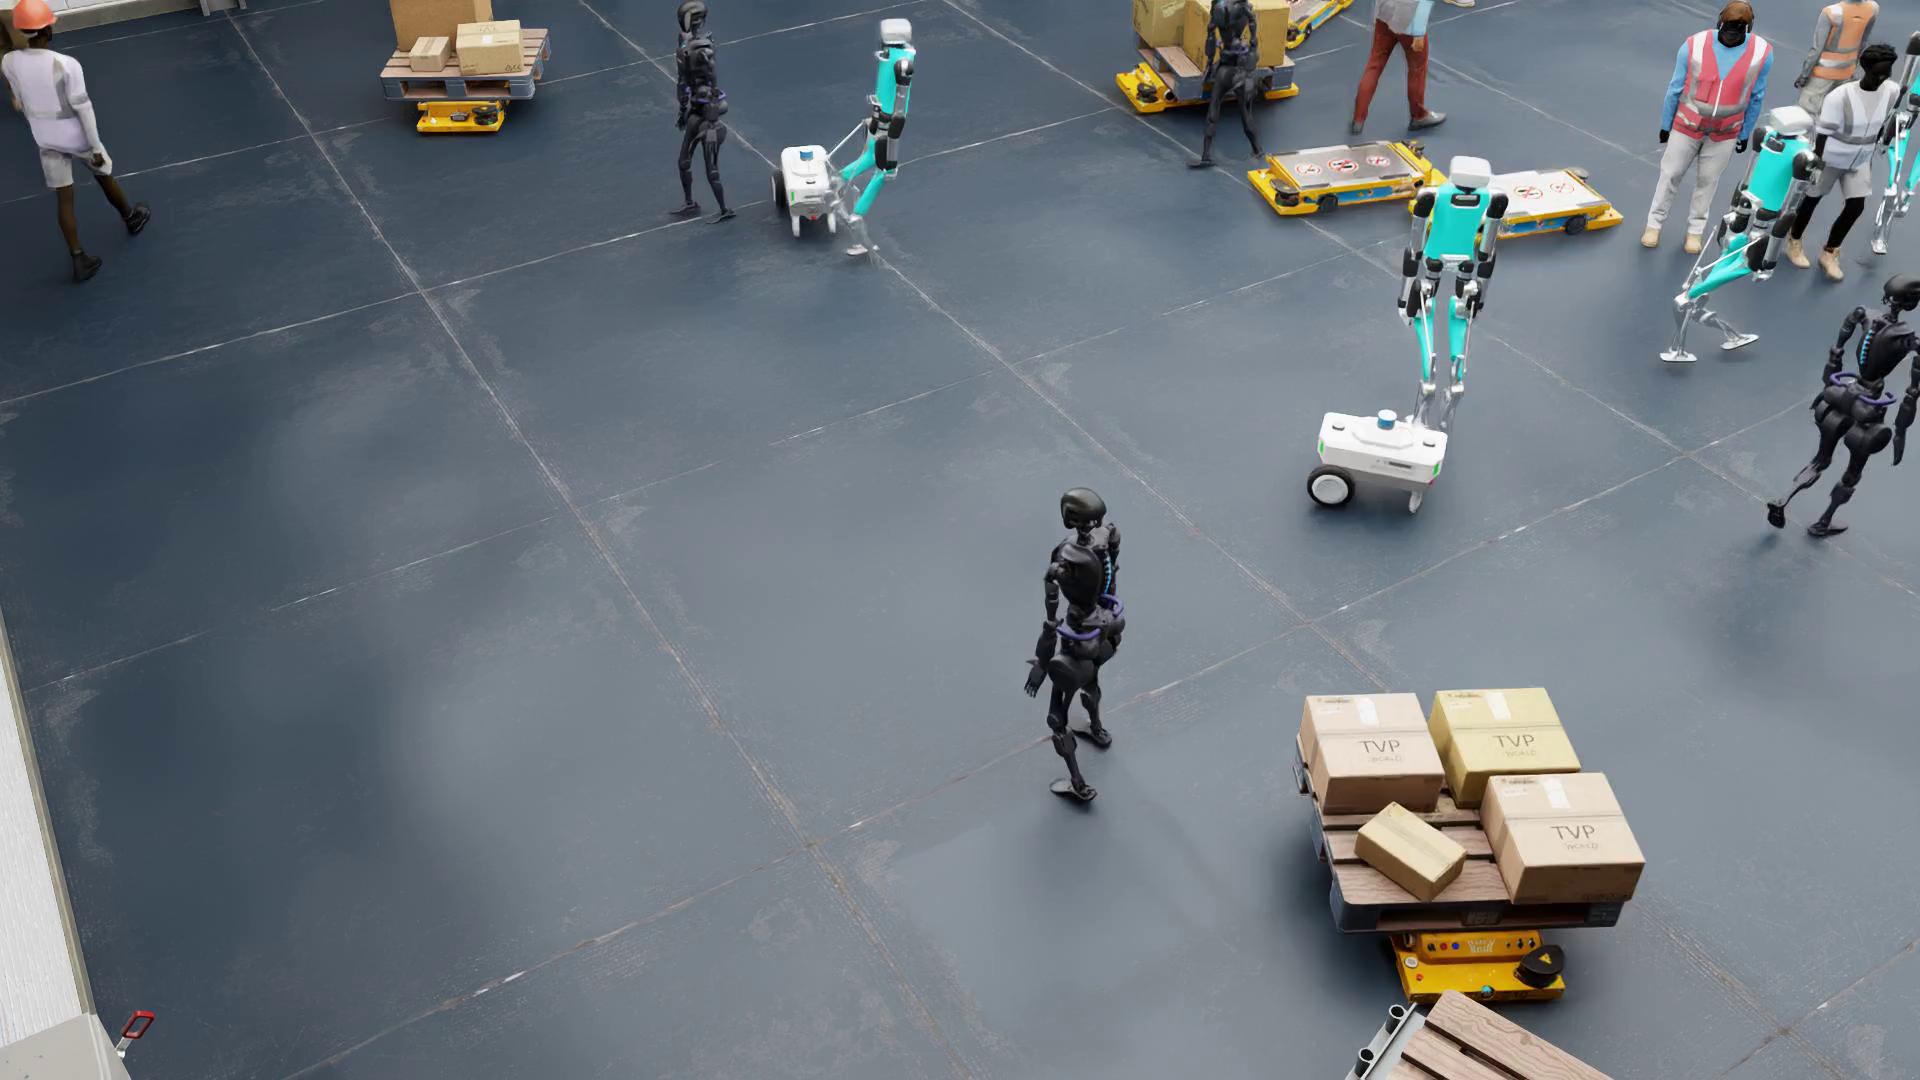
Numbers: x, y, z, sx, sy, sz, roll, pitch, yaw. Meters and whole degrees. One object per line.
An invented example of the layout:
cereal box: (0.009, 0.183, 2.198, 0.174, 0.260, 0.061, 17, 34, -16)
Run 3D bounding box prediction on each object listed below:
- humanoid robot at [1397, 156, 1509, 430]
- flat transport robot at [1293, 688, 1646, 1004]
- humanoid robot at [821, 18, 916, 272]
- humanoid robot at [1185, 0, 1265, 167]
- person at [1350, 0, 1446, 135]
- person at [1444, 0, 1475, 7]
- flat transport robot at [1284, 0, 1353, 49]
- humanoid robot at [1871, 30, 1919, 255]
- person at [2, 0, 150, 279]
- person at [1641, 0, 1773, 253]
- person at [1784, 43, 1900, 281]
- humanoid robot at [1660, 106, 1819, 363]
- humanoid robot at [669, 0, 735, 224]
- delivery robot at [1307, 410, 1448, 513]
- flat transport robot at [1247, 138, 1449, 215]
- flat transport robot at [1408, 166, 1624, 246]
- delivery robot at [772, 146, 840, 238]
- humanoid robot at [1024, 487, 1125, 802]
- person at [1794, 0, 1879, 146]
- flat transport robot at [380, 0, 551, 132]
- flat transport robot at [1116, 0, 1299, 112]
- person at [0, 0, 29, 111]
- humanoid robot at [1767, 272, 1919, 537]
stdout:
humanoid robot: (2.863, -1.298, 9.751, 0.535, 1.805, 0.686, 0, 38, 0)
flat transport robot: (2.171, 1.433, 7.484, 0.659, 0.231, 1.431, -1, 38, -2)
humanoid robot: (-0.686, -2.683, 11.527, 0.772, 1.805, 0.530, -9, 39, -11)
humanoid robot: (2.113, -3.635, 12.780, 0.671, 1.640, 0.621, -16, 41, -19)
person: (3.578, -4.155, 13.276, 0.831, 1.845, 0.606, -24, 44, -27)
person: (4.841, -5.978, 15.535, 0.355, 1.885, 0.573, 17, 41, 20)
flat transport robot: (3.100, -4.954, 15.543, 0.659, 0.231, 1.431, 22, 43, 26)
humanoid robot: (6.698, -2.763, 11.622, 0.534, 1.754, 1.037, 15, 41, 18)
person: (-6.208, -2.836, 11.569, 0.563, 1.882, 0.998, 0, 38, 0)
person: (5.242, -2.895, 11.691, 0.630, 1.837, 0.431, 12, 40, 14)
person: (6.069, -2.574, 11.398, 0.551, 1.672, 0.605, -4, 39, -5)
humanoid robot: (4.811, -1.849, 10.455, 0.952, 1.754, 0.554, -7, 39, -9)
humanoid robot: (-1.900, -3.048, 12.005, 0.425, 1.653, 0.594, -23, 44, -26)
delivery robot: (2.410, -0.489, 9.691, 0.782, 0.611, 0.525, 12, 40, 15)
flat transport robot: (3.008, -2.800, 12.825, 1.431, 0.231, 0.659, -9, 39, -11)
flat transport robot: (4.156, -2.487, 12.429, 1.431, 0.231, 0.659, -10, 39, -12)
delivery robot: (-1.129, -2.640, 12.385, 0.499, 0.586, 0.765, -6, 39, -8)
humanoid robot: (0.570, 0.462, 7.589, 0.420, 1.642, 0.593, 25, 45, 28)
person: (6.611, -3.549, 12.667, 0.518, 1.636, 0.310, -11, 40, -14)
flat transport robot: (-4.135, -3.843, 14.141, 0.659, 0.231, 1.431, -1, 38, -1)
flat transport robot: (2.121, -3.947, 14.272, 1.431, 0.231, 0.659, -9, 39, -11)
person: (-7.797, -4.323, 13.549, 0.514, 1.757, 0.381, 15, 41, 19)
humanoid robot: (4.830, -0.697, 9.037, 0.516, 1.635, 0.602, -15, 41, -18)
